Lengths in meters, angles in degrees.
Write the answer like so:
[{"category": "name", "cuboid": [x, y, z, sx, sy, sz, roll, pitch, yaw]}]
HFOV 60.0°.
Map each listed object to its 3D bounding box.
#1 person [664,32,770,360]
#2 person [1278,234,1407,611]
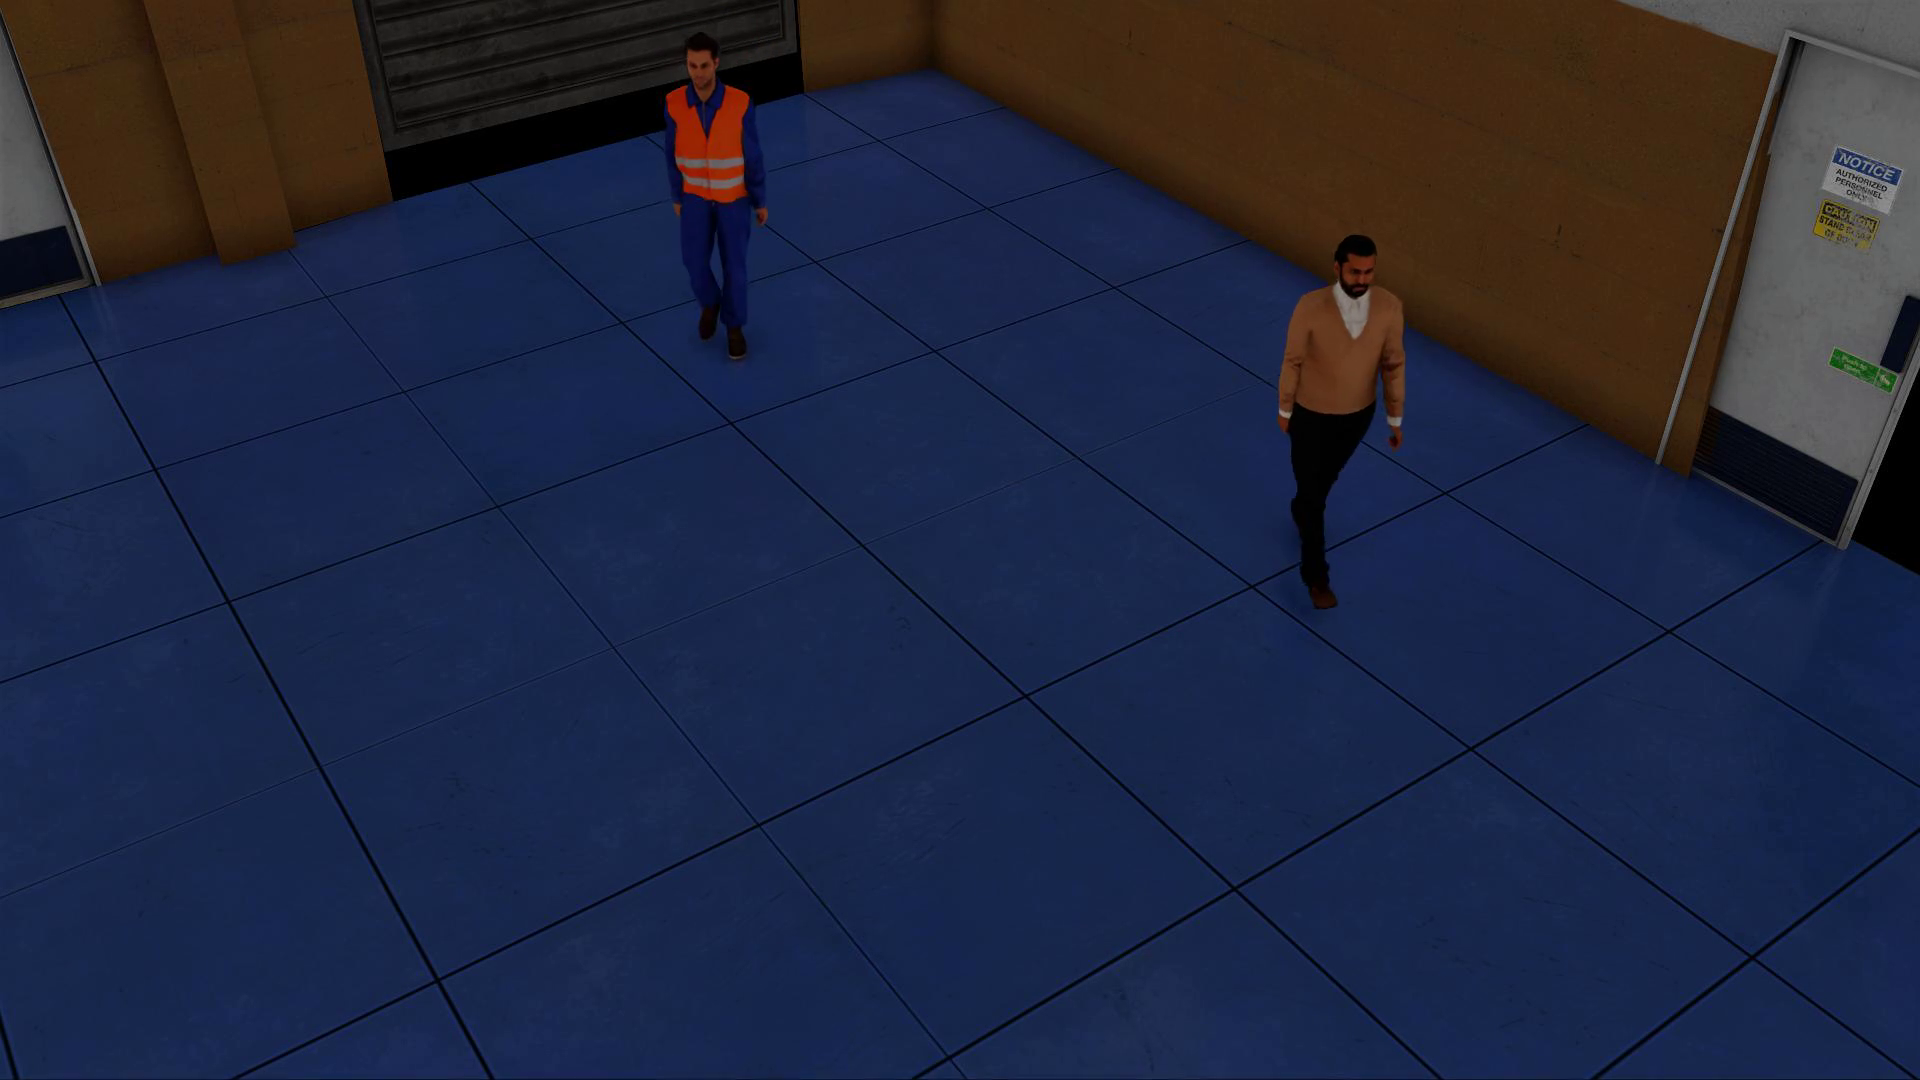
[{"category": "person", "cuboid": [-1.328, -1.900, 9.136, 0.813, 1.853, 0.896, -3, 37, -5]}, {"category": "person", "cuboid": [1.670, -0.617, 7.543, 1.157, 1.712, 1.045, -6, 37, -8]}]
